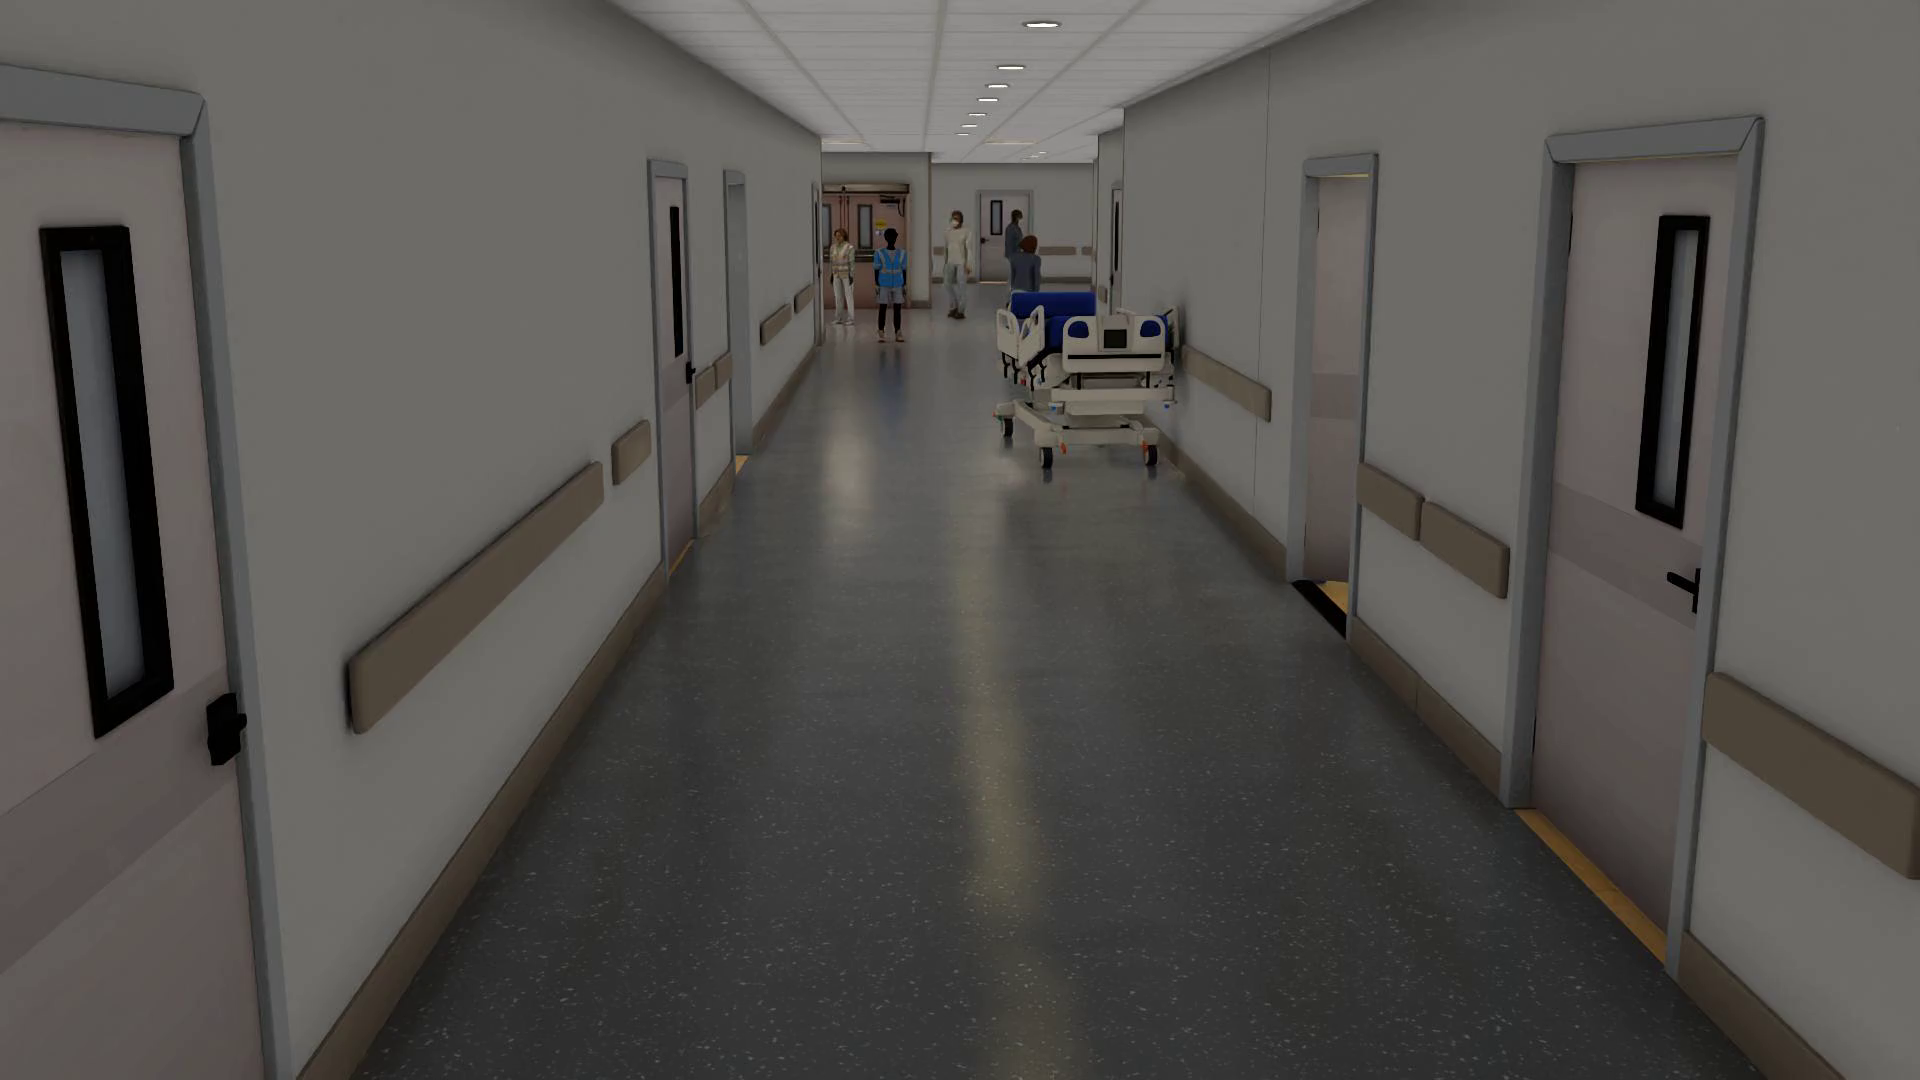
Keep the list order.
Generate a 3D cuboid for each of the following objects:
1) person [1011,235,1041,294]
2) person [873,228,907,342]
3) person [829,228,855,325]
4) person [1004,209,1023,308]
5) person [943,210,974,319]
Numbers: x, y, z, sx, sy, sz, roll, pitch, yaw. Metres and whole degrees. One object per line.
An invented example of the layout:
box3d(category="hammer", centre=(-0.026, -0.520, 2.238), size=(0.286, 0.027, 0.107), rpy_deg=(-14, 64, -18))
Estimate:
box3d(category="person", centre=(0.945, -3.561, 23.879), size=(0.531, 1.601, 0.569), rpy_deg=(5, 13, 23))
box3d(category="person", centre=(-1.036, -3.801, 24.855), size=(0.534, 1.699, 0.318), rpy_deg=(-3, 12, -16))
box3d(category="person", centre=(-1.999, -4.465, 28.256), size=(0.518, 1.632, 0.311), rpy_deg=(8, 14, 33))
box3d(category="person", centre=(1.060, -5.534, 32.749), size=(0.369, 1.929, 0.638), rpy_deg=(3, 12, 17))
box3d(category="person", centre=(-0.062, -4.895, 29.626), size=(0.659, 1.924, 0.472), rpy_deg=(7, 14, 32))
